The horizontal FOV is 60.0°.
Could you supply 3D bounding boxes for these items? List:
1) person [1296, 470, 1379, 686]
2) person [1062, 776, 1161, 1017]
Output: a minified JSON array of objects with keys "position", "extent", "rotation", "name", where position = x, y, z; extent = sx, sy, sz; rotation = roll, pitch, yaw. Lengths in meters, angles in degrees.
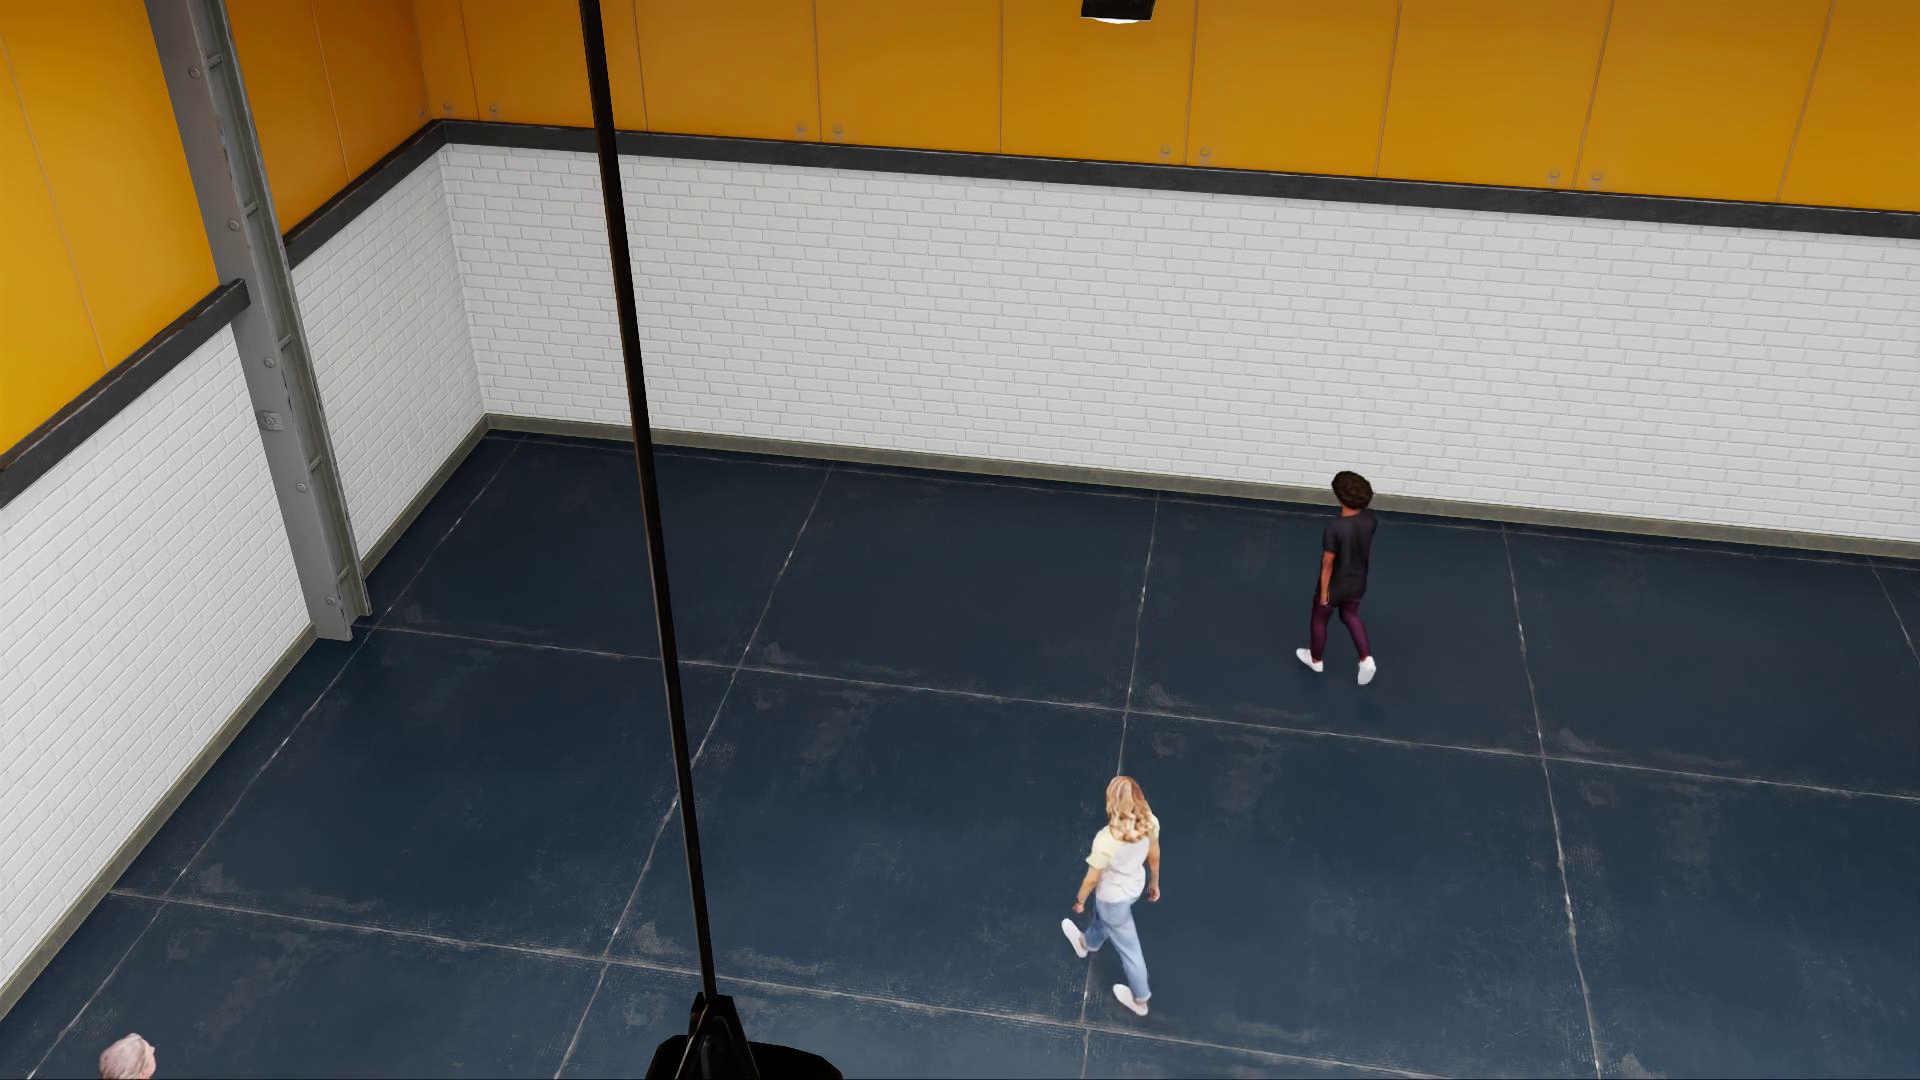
[{"position":[2.863,0.315,12.239],"extent":[0.928,1.765,1.040],"rotation":[-16,37,-22],"name":"person"},{"position":[0.990,2.111,9.602],"extent":[1.068,1.693,1.090],"rotation":[-24,41,-32],"name":"person"}]
